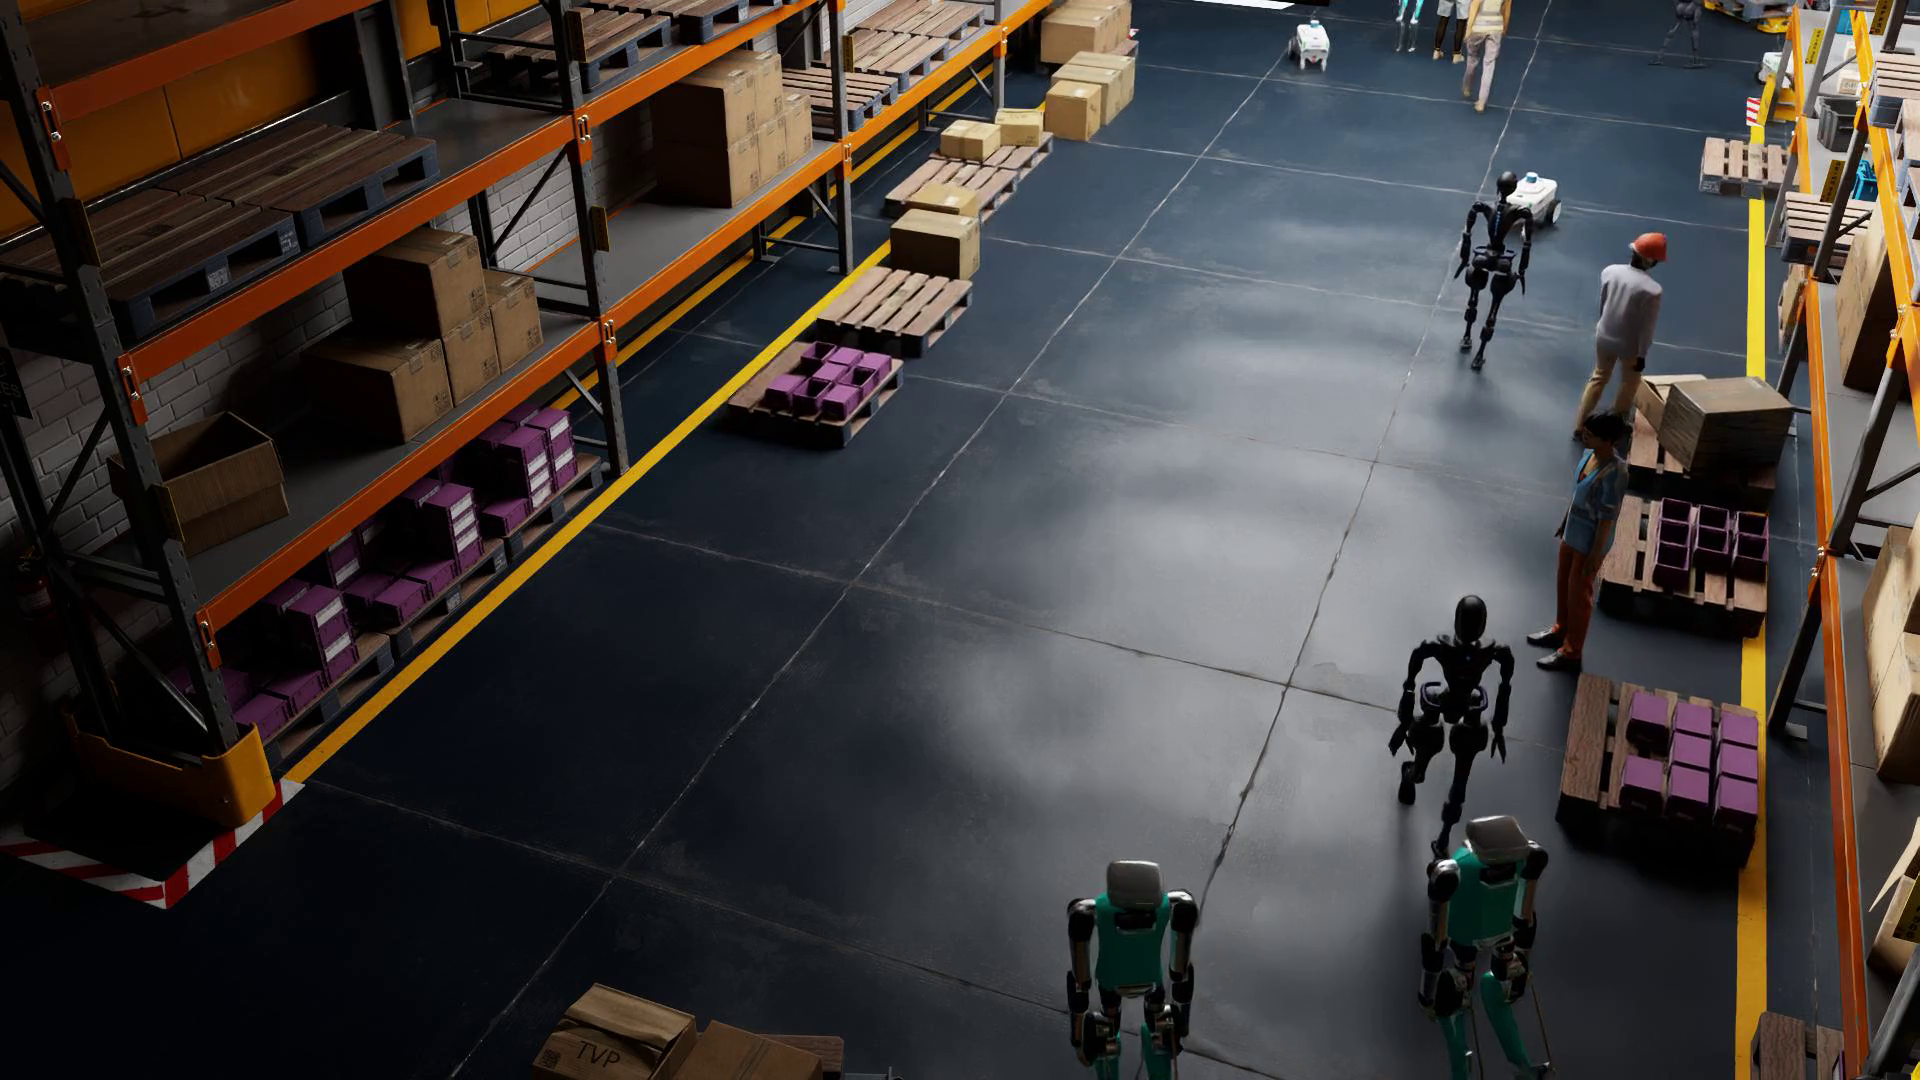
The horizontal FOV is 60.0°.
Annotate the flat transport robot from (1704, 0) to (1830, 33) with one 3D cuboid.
[{"bbox_3d":[10.940,-7.230,22.782,0.659,0.231,1.431,-8,34,-13],"label":"flat transport robot"}]

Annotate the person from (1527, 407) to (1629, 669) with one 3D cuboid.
[{"bbox_3d":[3.830,-0.014,10.243,0.344,1.758,0.505,-2,33,-2],"label":"person"}]

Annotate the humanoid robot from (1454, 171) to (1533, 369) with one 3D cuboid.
[{"bbox_3d":[4.435,-2.284,13.840,0.595,1.638,0.636,15,36,21],"label":"humanoid robot"}]

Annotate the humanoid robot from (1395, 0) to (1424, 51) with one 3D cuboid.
[{"bbox_3d":[5.794,-7.086,21.228,0.536,1.803,0.726,19,37,27],"label":"humanoid robot"}]

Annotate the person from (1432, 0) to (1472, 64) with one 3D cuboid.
[{"bbox_3d":[6.257,-6.858,20.892,0.533,1.692,0.320,22,39,30],"label":"person"}]

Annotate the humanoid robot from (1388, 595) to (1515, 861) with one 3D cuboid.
[{"bbox_3d":[2.618,0.936,8.878,0.609,1.636,0.719,3,33,5],"label":"humanoid robot"}]

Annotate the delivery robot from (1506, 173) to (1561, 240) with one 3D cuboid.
[{"bbox_3d":[5.638,-3.345,16.518,0.499,0.608,0.799,22,39,30],"label":"delivery robot"}]

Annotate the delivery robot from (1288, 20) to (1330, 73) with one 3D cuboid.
[{"bbox_3d":[4.448,-6.262,21.035,0.499,0.611,0.792,2,33,3],"label":"delivery robot"}]

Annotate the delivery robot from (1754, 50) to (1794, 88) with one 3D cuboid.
[{"bbox_3d":[10.095,-5.712,20.181,0.786,0.608,0.499,0,33,-1],"label":"delivery robot"}]

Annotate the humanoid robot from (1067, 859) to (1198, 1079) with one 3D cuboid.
[{"bbox_3d":[0.729,2.229,6.902,0.539,1.905,0.744,-3,33,-5],"label":"humanoid robot"}]

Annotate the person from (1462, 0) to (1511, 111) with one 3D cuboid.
[{"bbox_3d":[6.162,-5.967,19.467,0.495,1.727,0.898,5,33,7],"label":"person"}]

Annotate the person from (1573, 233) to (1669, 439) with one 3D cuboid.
[{"bbox_3d":[5.059,-1.548,12.647,0.565,1.717,0.607,-17,37,-25],"label":"person"}]

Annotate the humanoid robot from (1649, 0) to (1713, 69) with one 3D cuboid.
[{"bbox_3d":[9.135,-6.708,20.700,0.746,1.631,0.589,1,33,1],"label":"humanoid robot"}]

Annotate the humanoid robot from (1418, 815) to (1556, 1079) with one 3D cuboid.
[{"bbox_3d":[2.277,2.075,7.118,0.542,1.895,0.731,-9,34,-14],"label":"humanoid robot"}]
